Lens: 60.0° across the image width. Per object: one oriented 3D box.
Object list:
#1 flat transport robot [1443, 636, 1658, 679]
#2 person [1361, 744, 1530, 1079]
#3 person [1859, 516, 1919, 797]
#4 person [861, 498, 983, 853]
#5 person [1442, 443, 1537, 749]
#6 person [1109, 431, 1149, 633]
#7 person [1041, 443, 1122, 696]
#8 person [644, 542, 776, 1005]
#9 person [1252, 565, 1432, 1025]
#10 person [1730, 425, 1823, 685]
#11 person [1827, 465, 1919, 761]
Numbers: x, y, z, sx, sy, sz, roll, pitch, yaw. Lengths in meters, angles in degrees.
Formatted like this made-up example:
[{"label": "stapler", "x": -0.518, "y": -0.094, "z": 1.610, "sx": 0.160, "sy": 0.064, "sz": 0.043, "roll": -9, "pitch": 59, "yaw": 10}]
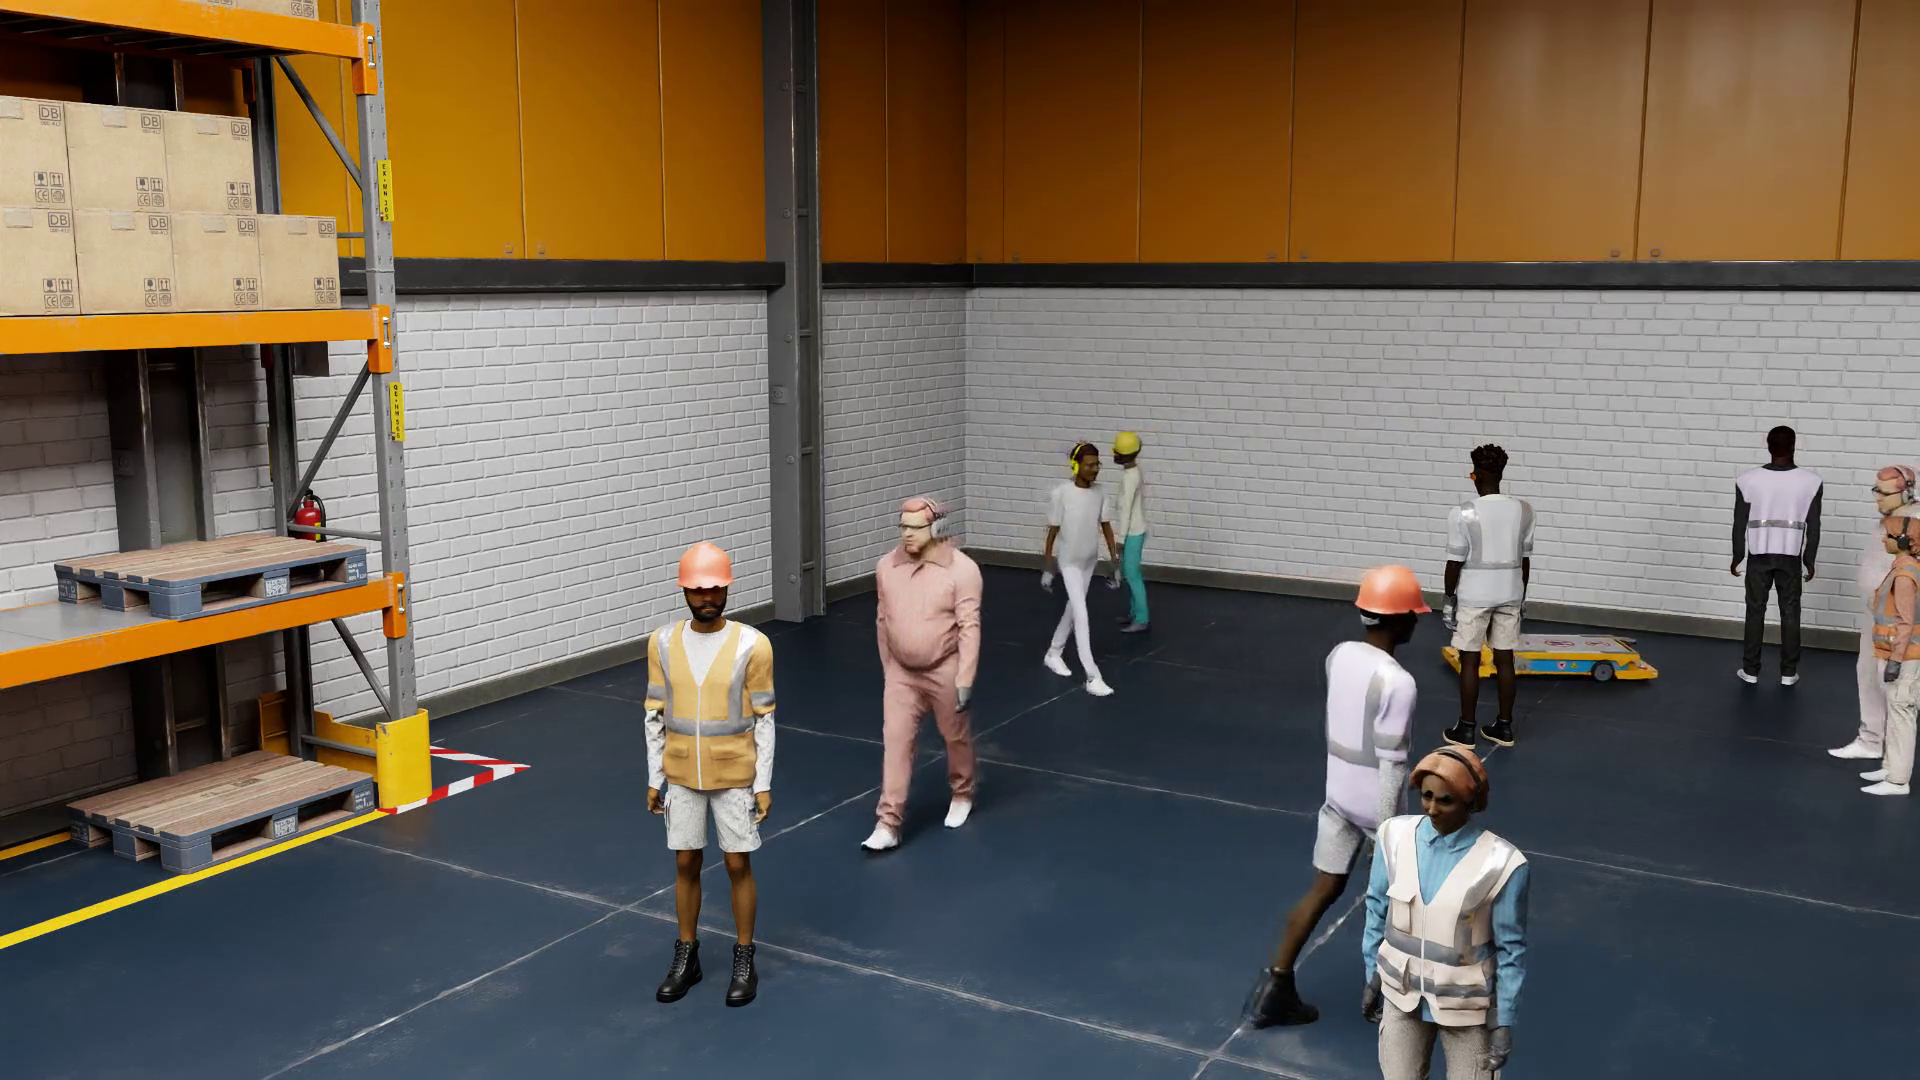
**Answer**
[{"label": "flat transport robot", "x": 4.473, "y": 0.878, "z": 12.648, "sx": 1.431, "sy": 0.197, "sz": 0.652, "roll": 1, "pitch": 9, "yaw": 5}, {"label": "person", "x": 1.456, "y": 1.413, "z": 5.052, "sx": 0.511, "sy": 1.640, "sz": 0.309, "roll": 8, "pitch": 12, "yaw": 41}, {"label": "person", "x": 5.454, "y": 0.673, "z": 9.665, "sx": 0.315, "sy": 1.641, "sz": 0.515, "roll": 5, "pitch": 11, "yaw": 31}, {"label": "person", "x": -0.182, "y": 0.699, "z": 8.833, "sx": 0.661, "sy": 1.853, "sz": 1.002, "roll": 4, "pitch": 10, "yaw": 24}, {"label": "person", "x": 3.364, "y": 0.362, "z": 10.636, "sx": 0.598, "sy": 1.958, "sz": 0.375, "roll": -1, "pitch": 9, "yaw": -9}, {"label": "person", "x": 1.426, "y": -0.063, "z": 13.994, "sx": 0.389, "sy": 1.732, "sz": 0.566, "roll": 1, "pitch": 9, "yaw": 6}, {"label": "person", "x": 0.876, "y": 0.177, "z": 12.238, "sx": 0.544, "sy": 1.820, "sz": 1.004, "roll": -6, "pitch": 11, "yaw": -31}, {"label": "person", "x": -1.041, "y": 0.966, "z": 6.897, "sx": 0.551, "sy": 1.942, "sz": 0.340, "roll": 1, "pitch": 9, "yaw": 9}, {"label": "person", "x": 1.630, "y": 1.030, "z": 6.675, "sx": 0.976, "sy": 1.895, "sz": 0.546, "roll": -4, "pitch": 10, "yaw": -23}, {"label": "person", "x": 6.009, "y": 0.117, "z": 12.280, "sx": 0.590, "sy": 1.917, "sz": 0.397, "roll": 3, "pitch": 10, "yaw": 21}, {"label": "person", "x": 5.818, "y": 0.468, "z": 10.214, "sx": 0.676, "sy": 1.876, "sz": 0.656, "roll": 2, "pitch": 9, "yaw": 10}]
